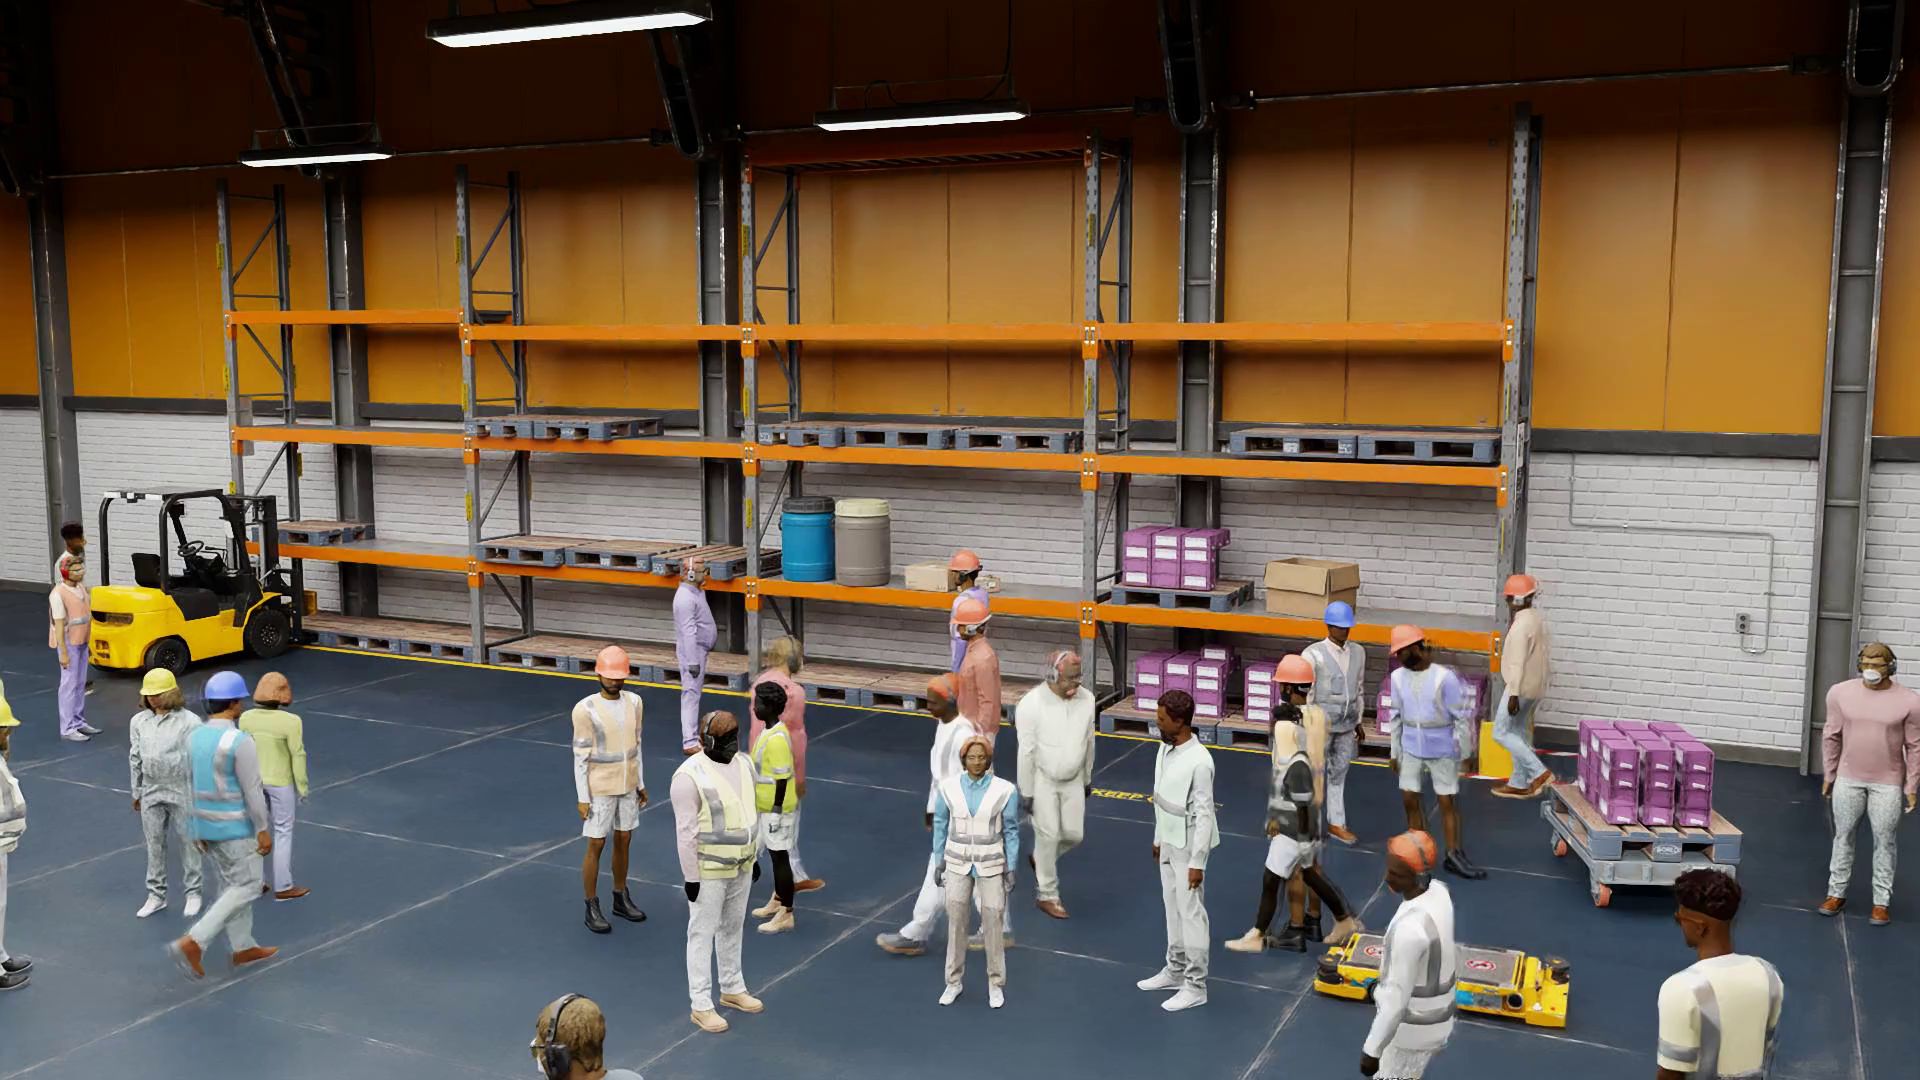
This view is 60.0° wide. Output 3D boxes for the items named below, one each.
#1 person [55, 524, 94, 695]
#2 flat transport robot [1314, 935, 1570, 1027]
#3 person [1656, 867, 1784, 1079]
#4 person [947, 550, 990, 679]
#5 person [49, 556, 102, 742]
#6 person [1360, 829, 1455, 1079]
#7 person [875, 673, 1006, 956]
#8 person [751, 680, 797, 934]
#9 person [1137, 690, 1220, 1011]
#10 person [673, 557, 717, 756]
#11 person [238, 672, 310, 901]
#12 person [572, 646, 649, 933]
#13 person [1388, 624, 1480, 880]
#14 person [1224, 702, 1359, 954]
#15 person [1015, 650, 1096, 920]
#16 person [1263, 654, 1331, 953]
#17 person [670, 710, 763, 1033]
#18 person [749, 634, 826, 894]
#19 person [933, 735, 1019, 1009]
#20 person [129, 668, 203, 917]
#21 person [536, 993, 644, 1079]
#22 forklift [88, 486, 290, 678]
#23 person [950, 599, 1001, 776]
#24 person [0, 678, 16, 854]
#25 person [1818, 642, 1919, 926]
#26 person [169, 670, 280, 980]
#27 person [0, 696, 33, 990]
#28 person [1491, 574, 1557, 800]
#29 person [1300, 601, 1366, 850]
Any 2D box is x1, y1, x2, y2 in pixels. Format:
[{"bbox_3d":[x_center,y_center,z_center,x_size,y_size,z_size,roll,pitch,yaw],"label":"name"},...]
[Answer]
[{"bbox_3d":[-9.907,0.774,18.661,0.383,1.937,0.762,-2,7,-13],"label":"person"},{"bbox_3d":[2.920,2.631,10.066,1.431,0.197,0.652,3,7,22],"label":"flat transport robot"},{"bbox_3d":[2.886,2.225,6.519,0.658,1.947,0.482,-3,8,-25],"label":"person"},{"bbox_3d":[0.056,1.109,15.384,0.370,2.044,0.608,3,7,21],"label":"person"},{"bbox_3d":[-8.821,1.069,16.521,0.375,1.843,0.575,-1,7,-6],"label":"person"},{"bbox_3d":[1.969,2.163,7.448,0.478,1.855,0.688,4,8,29],"label":"person"},{"bbox_3d":[-0.125,1.766,10.726,0.919,1.838,0.597,-1,7,-9],"label":"person"},{"bbox_3d":[-1.262,1.786,11.205,0.316,1.695,0.542,-2,7,-13],"label":"person"},{"bbox_3d":[1.333,1.832,9.942,0.395,1.915,0.587,-2,7,-15],"label":"person"},{"bbox_3d":[-2.536,1.107,15.964,0.410,1.909,0.643,-1,7,-8],"label":"person"},{"bbox_3d":[-4.895,1.749,11.842,0.521,1.622,0.315,2,7,13],"label":"person"},{"bbox_3d":[-2.338,1.664,11.236,0.368,1.933,0.552,6,9,41],"label":"person"},{"bbox_3d":[3.507,1.571,12.265,0.734,1.892,0.395,5,9,38],"label":"person"},{"bbox_3d":[2.200,1.860,10.775,0.883,1.652,0.531,0,7,4],"label":"person"},{"bbox_3d":[0.635,1.659,11.568,0.651,1.878,0.586,-4,8,-30],"label":"person"},{"bbox_3d":[2.179,1.708,10.871,0.373,1.934,0.552,6,9,40],"label":"person"},{"bbox_3d":[-1.383,1.898,9.695,0.429,1.844,0.624,4,8,33],"label":"person"},{"bbox_3d":[-1.373,1.624,11.733,0.828,1.906,0.650,-4,8,-30],"label":"person"},{"bbox_3d":[0.093,1.966,9.933,0.520,1.645,0.307,1,7,10],"label":"person"},{"bbox_3d":[-5.461,1.734,11.456,0.492,1.740,0.325,0,7,-4],"label":"person"},{"bbox_3d":[-1.188,2.389,5.300,0.386,1.927,0.641,2,7,17],"label":"person"},{"bbox_3d":[-9.426,0.454,20.179,1.214,2.155,2.313,3,8,26],"label":"forklift"},{"bbox_3d":[0.121,1.442,12.841,0.392,1.990,0.614,-1,7,-5],"label":"person"},{"bbox_3d":[-7.548,1.569,12.717,0.527,1.768,0.313,-2,7,-13],"label":"person"},{"bbox_3d":[6.223,1.648,11.362,0.628,1.939,0.375,6,9,40],"label":"person"},{"bbox_3d":[-4.601,1.781,10.327,0.623,1.920,0.655,5,8,36],"label":"person"},{"bbox_3d":[-5.933,1.852,10.184,0.403,1.818,0.601,-4,8,-29],"label":"person"},{"bbox_3d":[4.829,1.275,14.276,0.490,1.973,0.629,4,8,32],"label":"person"},{"bbox_3d":[2.932,1.438,13.055,0.605,1.948,0.406,-3,8,-25],"label":"person"}]
